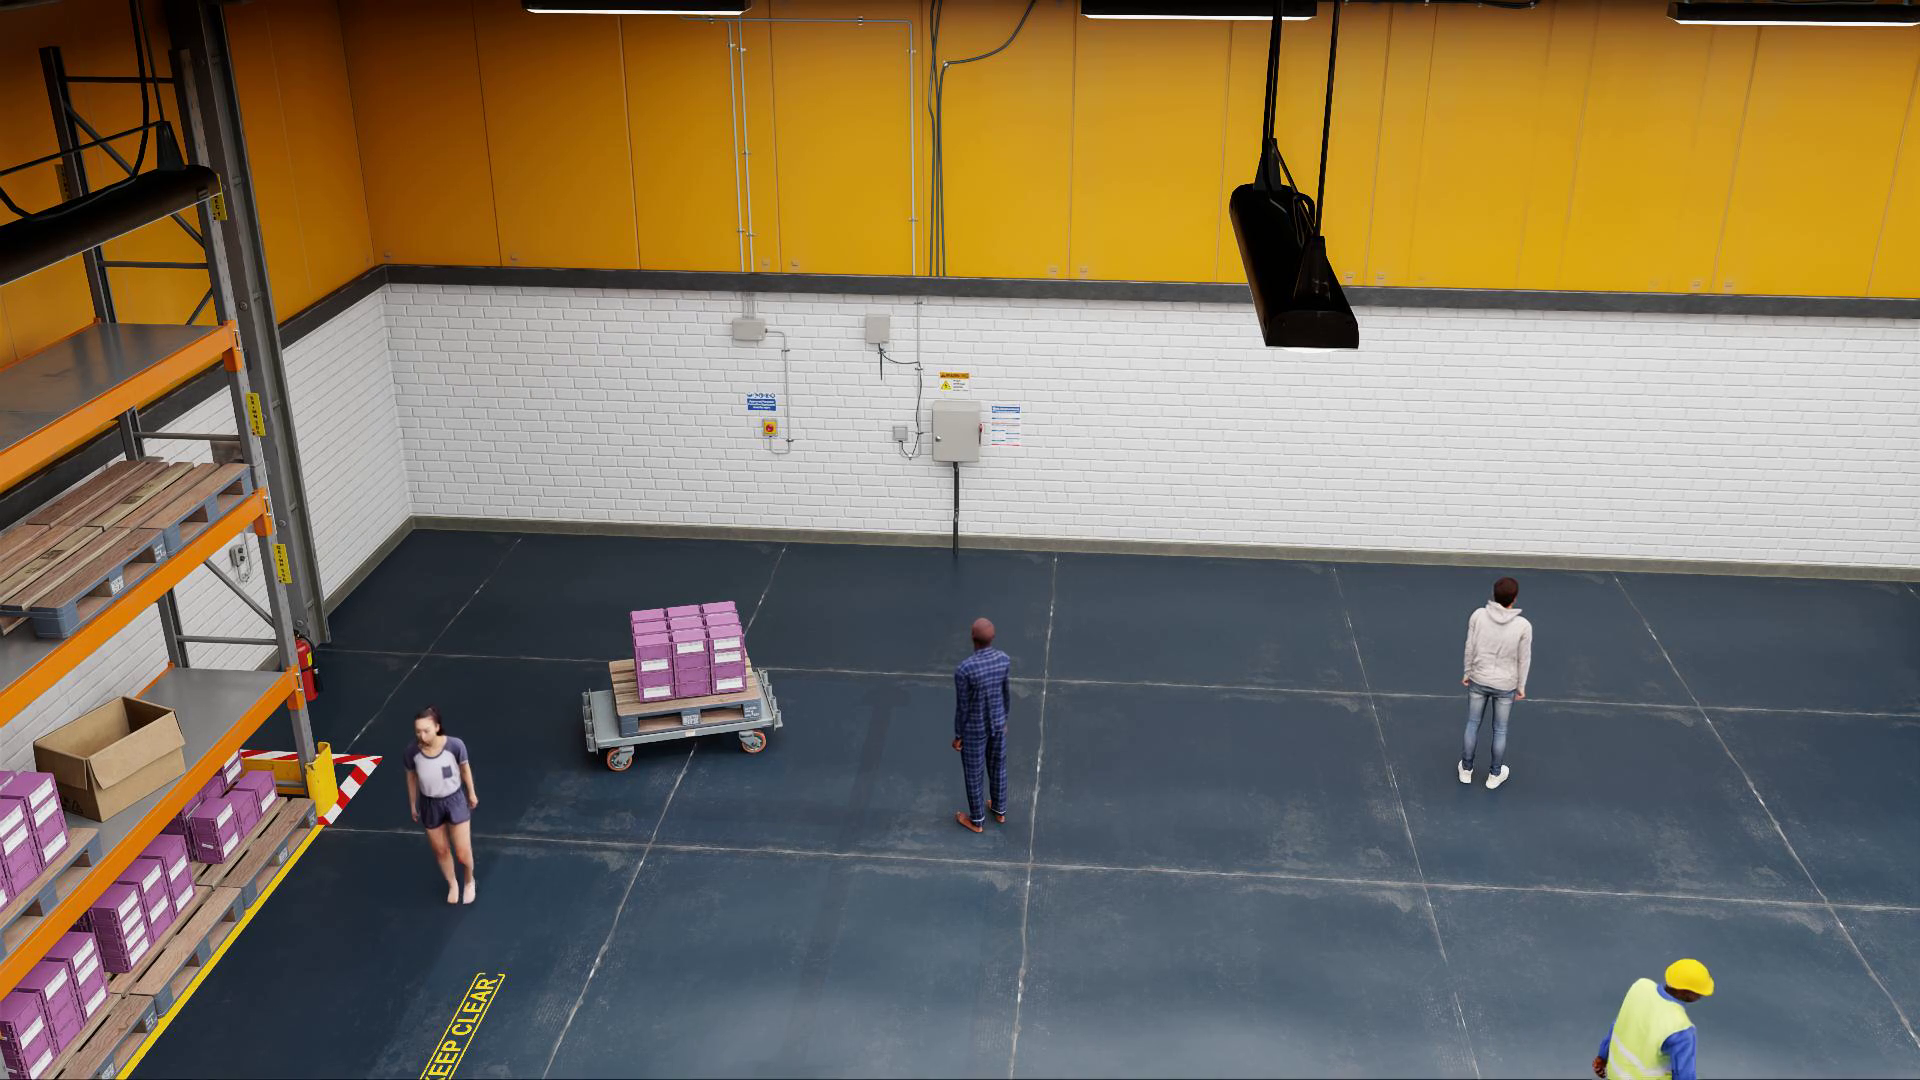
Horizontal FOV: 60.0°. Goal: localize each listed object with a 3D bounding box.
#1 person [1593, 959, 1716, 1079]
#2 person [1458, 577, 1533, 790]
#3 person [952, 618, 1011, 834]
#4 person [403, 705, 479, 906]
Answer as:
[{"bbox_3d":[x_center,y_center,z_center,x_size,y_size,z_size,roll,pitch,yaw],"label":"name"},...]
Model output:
[{"bbox_3d":[3.758,3.080,9.353,0.984,1.765,1.003,-8,25,-17],"label":"person"},{"bbox_3d":[4.366,1.158,13.638,0.736,1.853,0.688,10,26,22],"label":"person"},{"bbox_3d":[0.182,1.437,13.044,0.758,1.818,0.794,-15,28,-30],"label":"person"},{"bbox_3d":[-3.760,1.912,12.179,0.671,1.641,0.632,-2,24,-4],"label":"person"}]
